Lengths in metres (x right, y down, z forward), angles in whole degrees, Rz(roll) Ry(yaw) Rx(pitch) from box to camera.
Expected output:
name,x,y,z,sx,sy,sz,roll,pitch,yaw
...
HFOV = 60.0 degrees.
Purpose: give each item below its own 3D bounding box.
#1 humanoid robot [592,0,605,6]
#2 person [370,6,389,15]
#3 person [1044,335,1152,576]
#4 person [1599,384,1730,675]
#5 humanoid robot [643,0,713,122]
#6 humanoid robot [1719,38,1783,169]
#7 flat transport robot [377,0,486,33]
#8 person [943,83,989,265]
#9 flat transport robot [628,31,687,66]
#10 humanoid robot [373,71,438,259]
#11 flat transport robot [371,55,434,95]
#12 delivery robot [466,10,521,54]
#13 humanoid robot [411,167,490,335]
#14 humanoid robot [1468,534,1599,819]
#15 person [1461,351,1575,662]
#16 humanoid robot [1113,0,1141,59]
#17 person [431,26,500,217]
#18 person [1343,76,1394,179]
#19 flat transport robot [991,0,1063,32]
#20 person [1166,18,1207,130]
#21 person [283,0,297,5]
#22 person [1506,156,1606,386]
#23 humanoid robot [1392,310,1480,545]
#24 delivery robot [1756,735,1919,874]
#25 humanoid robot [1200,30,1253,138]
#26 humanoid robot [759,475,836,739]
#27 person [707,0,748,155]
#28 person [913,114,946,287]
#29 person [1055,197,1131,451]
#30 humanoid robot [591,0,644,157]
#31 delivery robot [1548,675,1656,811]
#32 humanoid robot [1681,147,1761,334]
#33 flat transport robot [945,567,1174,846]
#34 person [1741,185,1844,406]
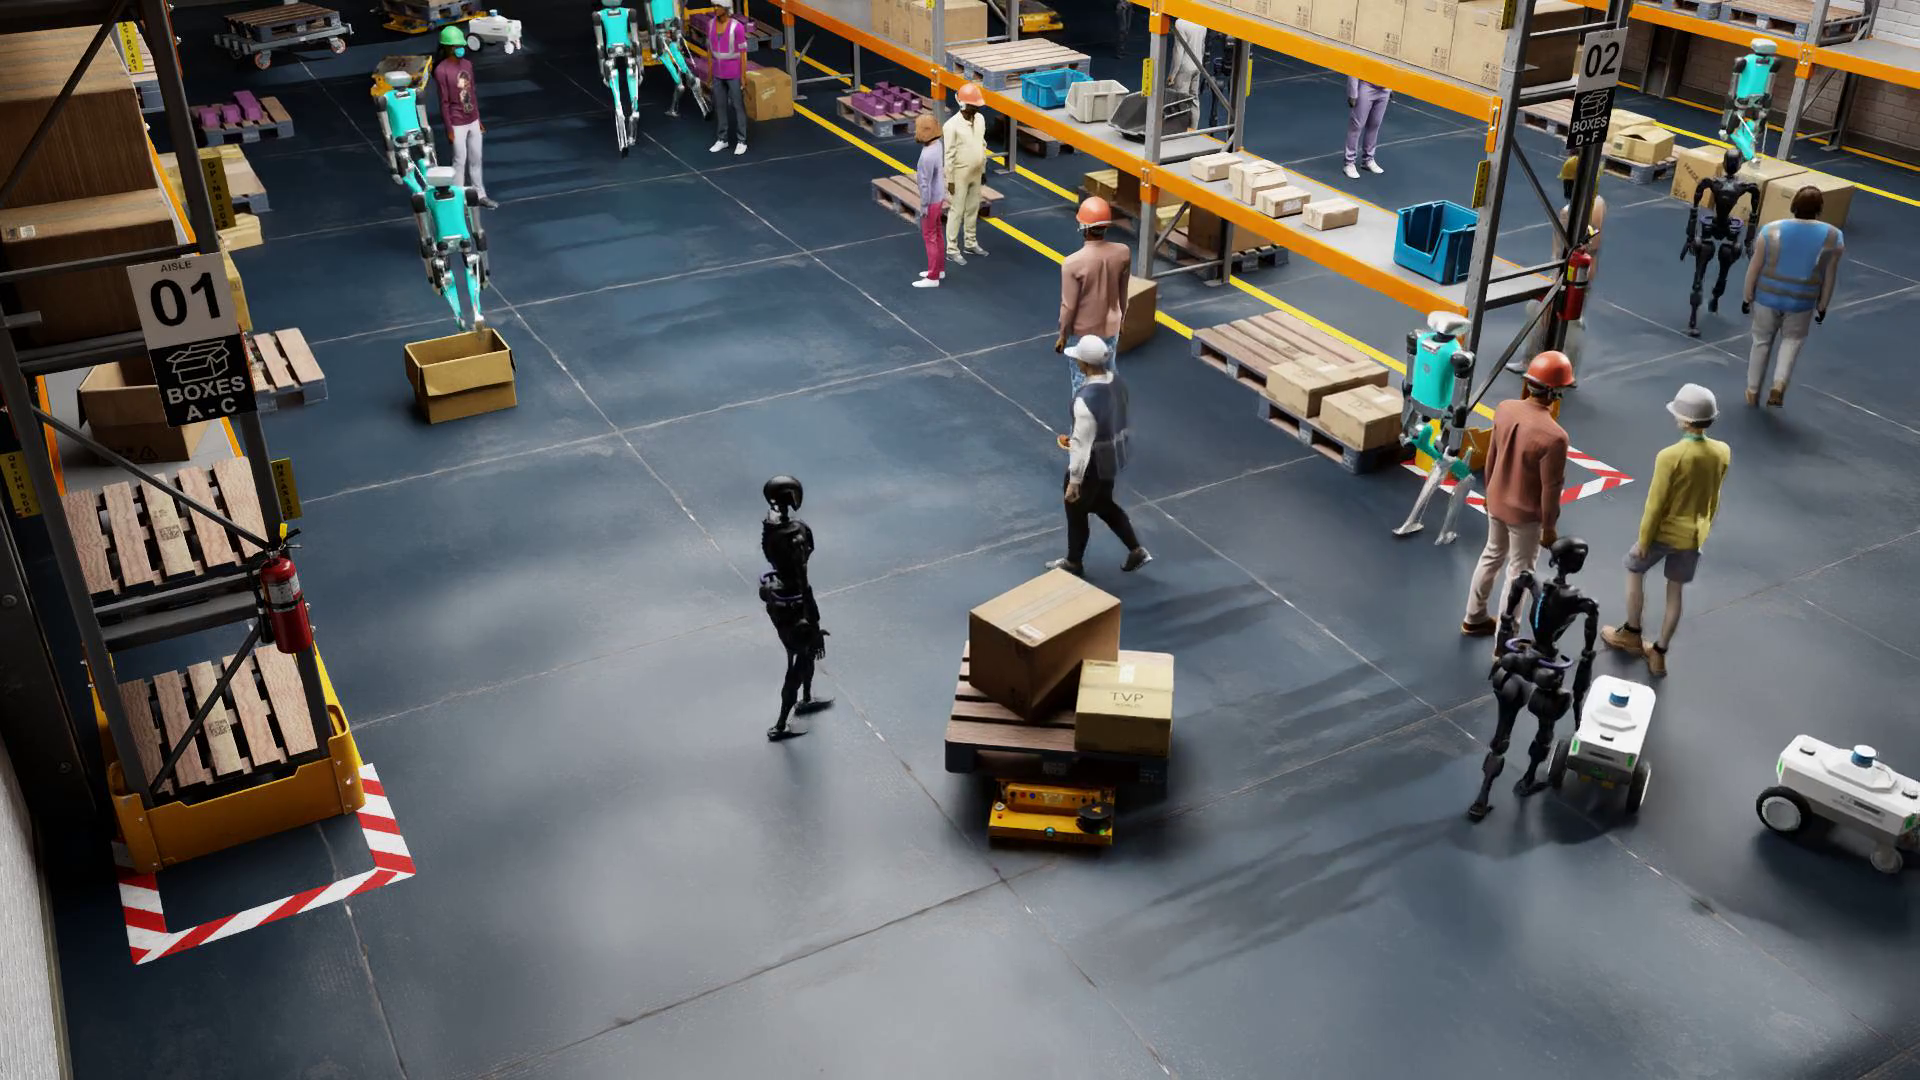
name,x,y,z,sx,sy,sz,roll,pitch,yaw
humanoid robot,-5.775,-9.157,25.948,0.601,1.645,0.499,-3,30,-4
person,-9.015,-8.937,25.593,0.271,1.632,0.508,-22,37,-34
person,0.924,-0.503,10.814,0.621,1.737,0.784,16,33,25
person,4.262,-0.075,9.938,0.547,1.873,0.553,-3,30,-6
humanoid robot,-3.415,-6.000,20.434,0.907,1.823,0.555,22,37,33
humanoid robot,8.388,-4.297,17.486,0.538,1.790,1.036,-6,30,-10
flat transport robot,-7.964,-7.926,25.206,0.659,0.231,1.431,19,35,30
person,0.079,-3.552,16.111,0.340,1.742,0.564,23,37,34
flat transport robot,-4.419,-6.965,23.534,0.659,0.231,1.431,-15,33,-24
humanoid robot,-5.218,-3.614,16.253,0.853,1.800,0.582,22,37,33
flat transport robot,-7.454,-6.226,22.248,0.659,0.231,1.431,-5,30,-8
delivery robot,-6.653,-7.256,23.755,0.768,0.596,0.502,10,31,16
humanoid robot,-4.118,-2.122,13.678,0.539,1.763,1.029,-9,31,-15
humanoid robot,3.026,0.733,8.783,0.659,1.630,0.586,-22,37,-33
person,3.397,-0.209,10.057,0.402,1.986,0.620,-10,31,-16
humanoid robot,2.319,-7.572,23.173,0.324,1.655,0.598,16,34,26
person,-5.203,-4.366,17.328,0.423,1.948,0.508,15,33,25
person,4.580,-4.988,18.450,0.651,1.906,0.407,-16,34,-26
flat transport robot,1.012,-8.002,25.340,0.659,0.231,1.431,-9,31,-16
person,2.630,-5.489,19.334,0.353,1.898,0.563,25,38,37
person,-9.952,-8.463,24.573,0.430,1.837,0.637,-7,31,-12
person,4.920,-2.213,13.624,0.589,1.897,0.699,-19,35,-29
humanoid robot,3.319,-0.741,11.228,0.734,1.796,0.541,-17,34,-27
delivery robot,4.669,1.346,8.799,0.499,0.614,0.789,-26,39,-38
humanoid robot,3.117,-5.403,19.398,0.608,1.649,0.322,2,30,3
humanoid robot,-0.916,0.370,9.349,0.480,1.648,0.600,-14,33,-22
person,-2.689,-5.386,19.202,0.509,1.847,0.339,12,32,19
person,-0.283,-3.174,15.571,0.283,1.627,0.499,6,30,10
person,0.986,-1.594,12.453,0.609,1.995,0.376,-16,34,-26
humanoid robot,-3.919,-5.339,19.283,0.554,1.811,0.902,-6,30,-10
delivery robot,3.607,1.090,9.228,0.499,0.598,0.801,15,33,25
humanoid robot,6.744,-2.667,14.704,0.613,1.639,0.773,14,33,23
flat transport robot,0.567,1.174,9.366,0.659,0.231,1.431,4,30,7
person,6.509,-1.890,13.133,0.644,1.826,0.490,12,32,20
